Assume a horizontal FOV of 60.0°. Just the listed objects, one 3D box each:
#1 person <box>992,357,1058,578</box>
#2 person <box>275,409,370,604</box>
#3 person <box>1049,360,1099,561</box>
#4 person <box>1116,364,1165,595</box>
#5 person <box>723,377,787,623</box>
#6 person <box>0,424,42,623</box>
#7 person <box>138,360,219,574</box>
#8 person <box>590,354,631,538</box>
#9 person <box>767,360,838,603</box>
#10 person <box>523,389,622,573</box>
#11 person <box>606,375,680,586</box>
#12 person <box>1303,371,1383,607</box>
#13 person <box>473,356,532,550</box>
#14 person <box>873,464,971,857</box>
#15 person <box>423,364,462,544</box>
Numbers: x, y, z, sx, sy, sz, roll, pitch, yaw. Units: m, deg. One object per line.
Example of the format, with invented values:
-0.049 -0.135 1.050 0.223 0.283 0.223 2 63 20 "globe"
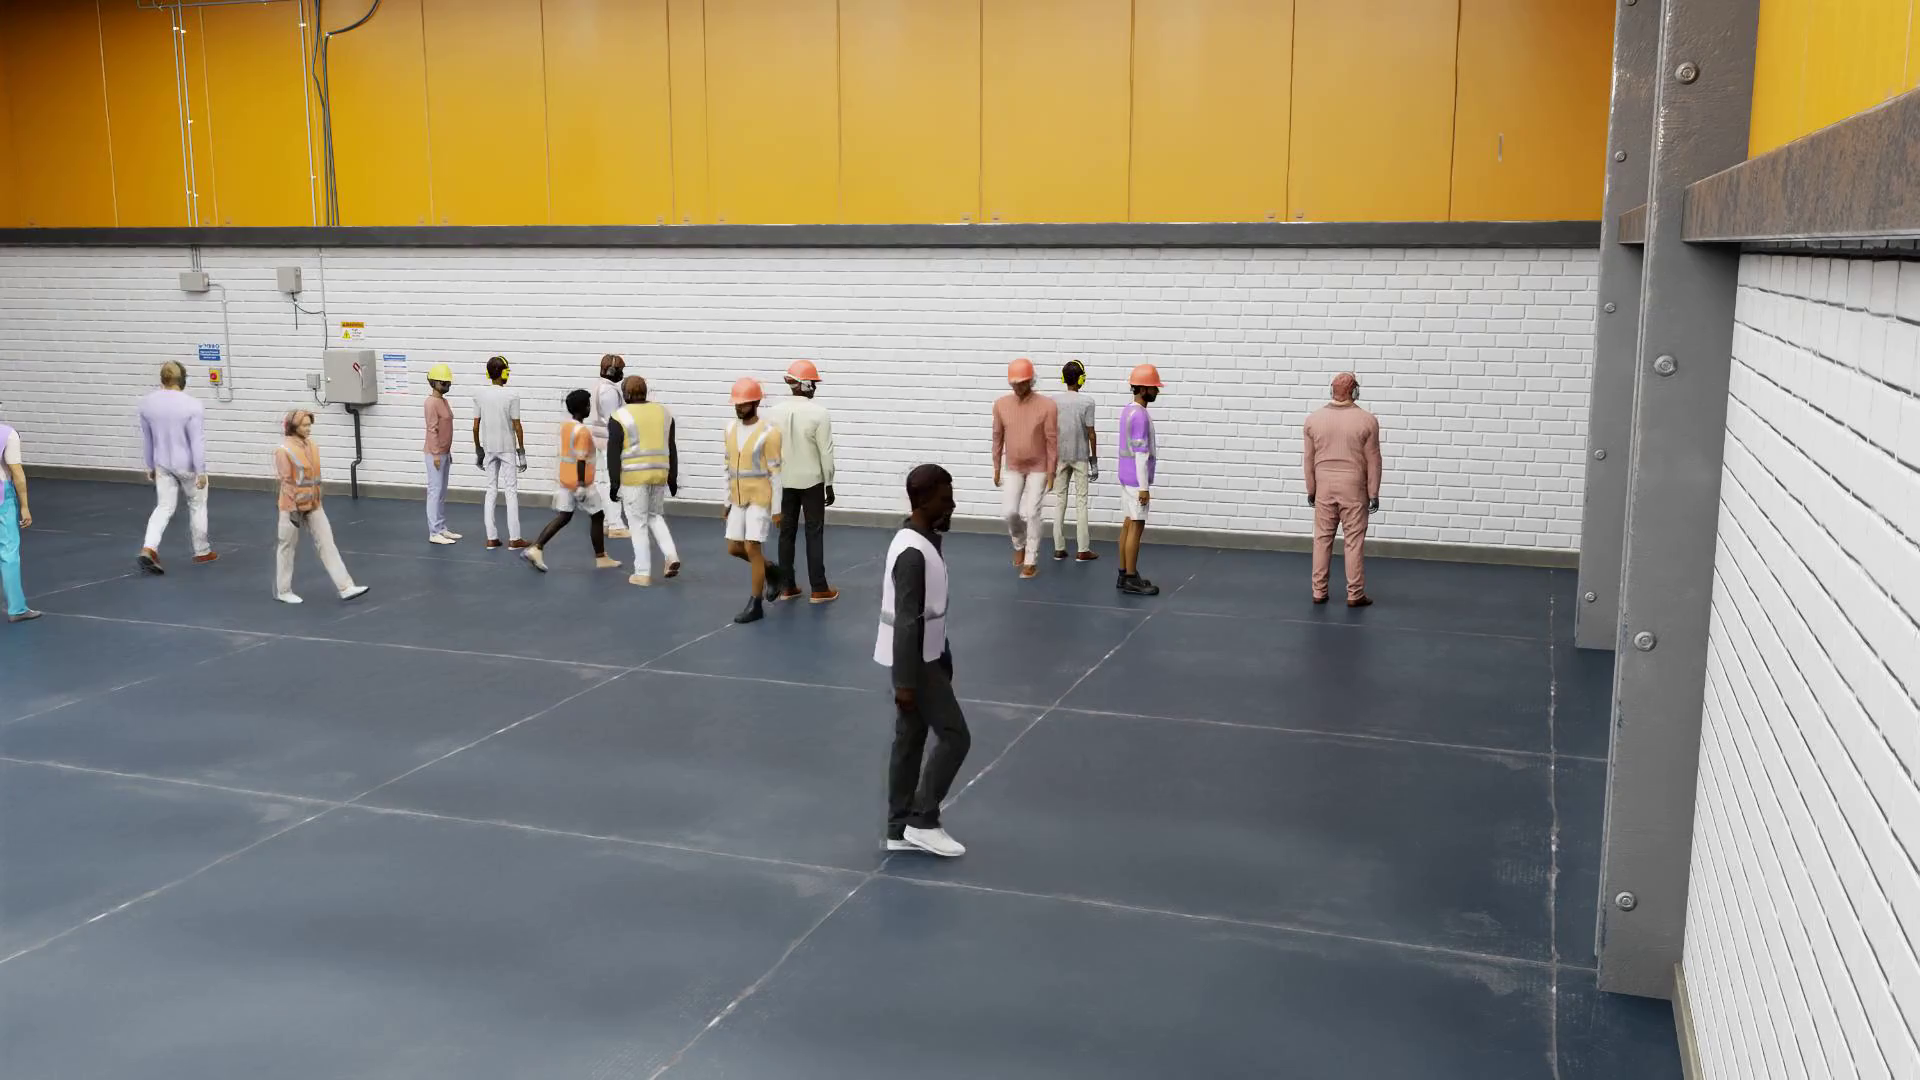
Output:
0.570 -0.638 14.648 0.622 1.964 0.559 3 11 17 "person"
-5.257 -0.254 13.472 0.830 1.594 0.548 3 11 17 "person"
1.055 -0.733 15.429 0.509 1.872 0.328 5 11 26 "person"
1.522 -0.510 13.983 0.374 1.934 0.551 -1 10 -5 "person"
-1.578 -0.331 13.033 0.552 1.918 0.614 7 12 36 "person"
-7.491 -0.263 12.850 0.571 1.843 0.373 0 10 2 "person"
-7.059 -0.659 14.924 0.637 1.909 0.916 1 10 8 "person"
-3.480 -0.943 16.709 0.429 1.838 0.622 -5 11 -24 "person"
-1.293 -0.479 13.660 0.612 1.990 0.392 5 11 26 "person"
-3.496 -0.521 14.837 0.844 1.662 0.533 -7 12 -34 "person"
-2.720 -0.507 14.318 0.638 1.822 0.476 -10 14 -44 "person"
3.107 -0.408 13.487 0.643 1.913 0.410 6 12 31 "person"
-4.427 -0.835 16.021 0.535 1.864 0.309 2 10 11 "person"
-0.129 0.580 7.933 0.557 1.899 0.626 0 10 1 "person"
-5.104 -0.847 16.382 0.329 1.762 0.524 0 10 -2 "person"
